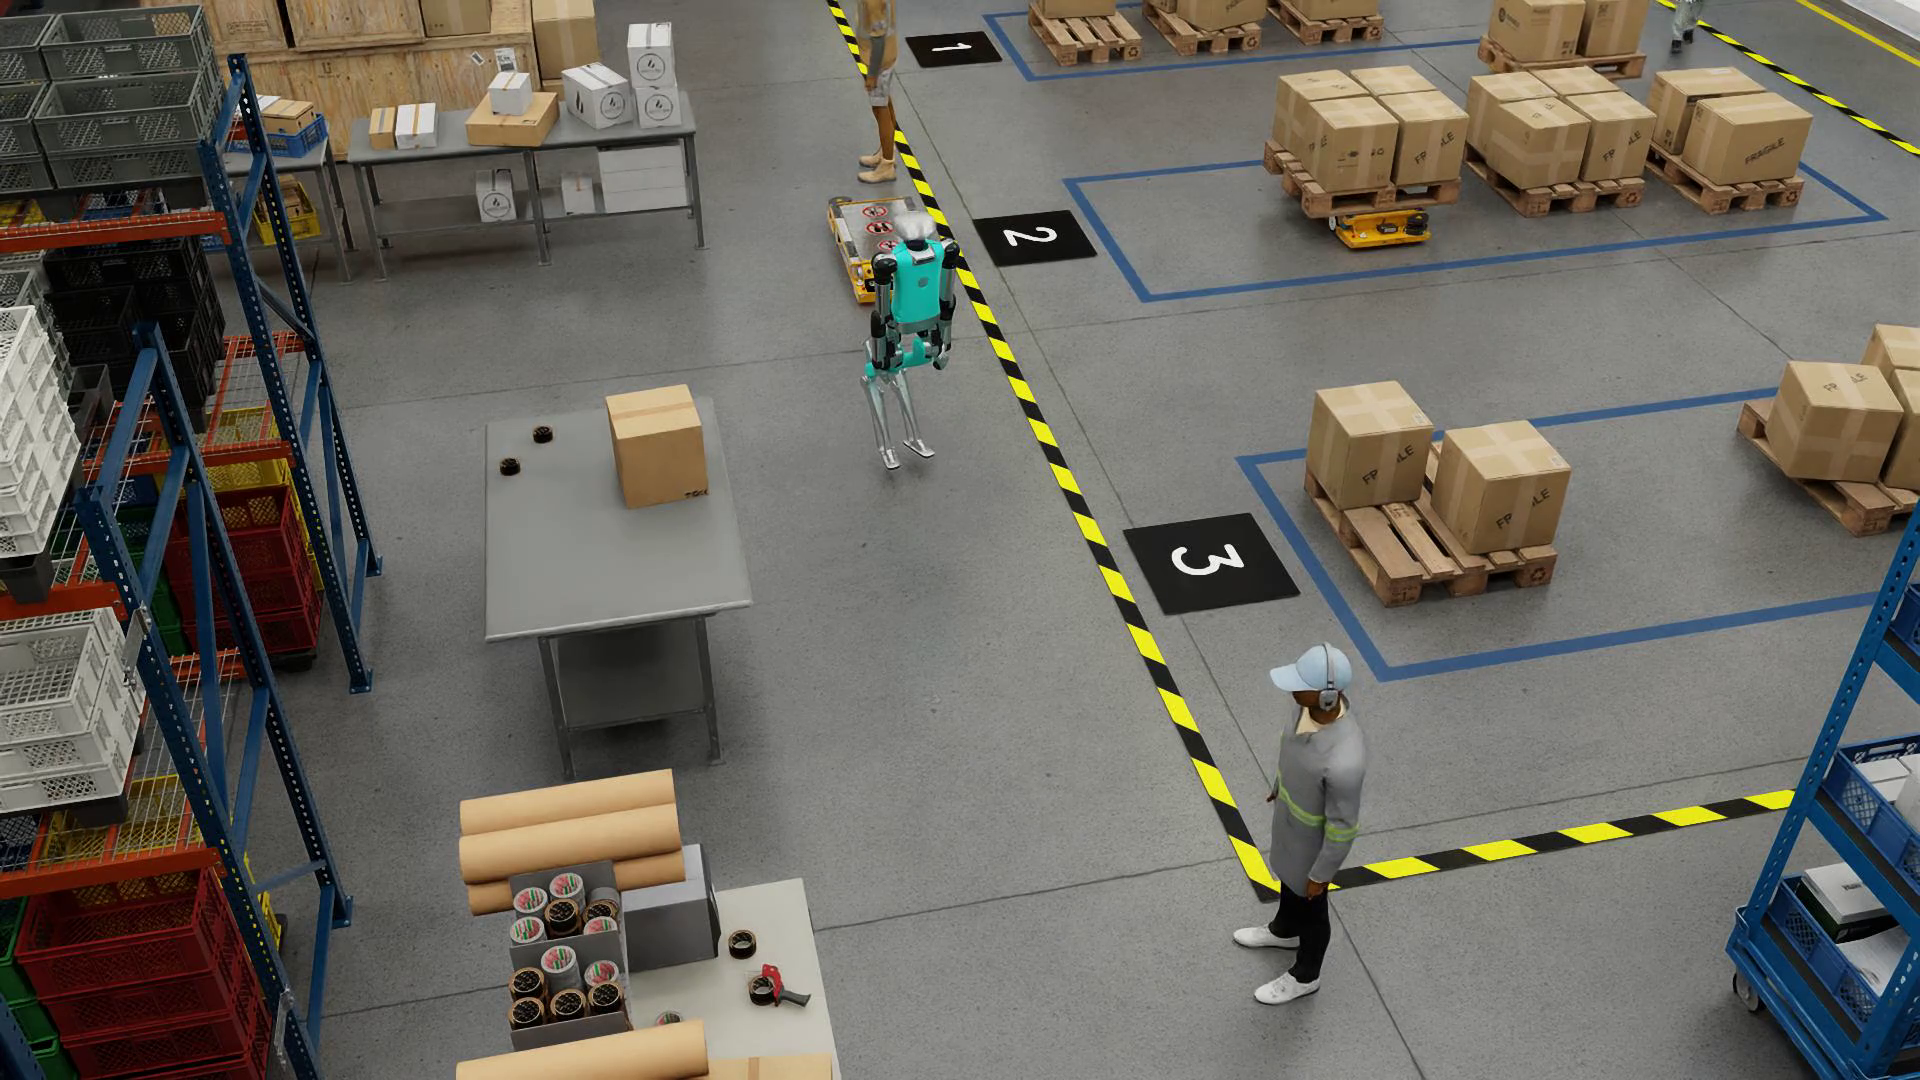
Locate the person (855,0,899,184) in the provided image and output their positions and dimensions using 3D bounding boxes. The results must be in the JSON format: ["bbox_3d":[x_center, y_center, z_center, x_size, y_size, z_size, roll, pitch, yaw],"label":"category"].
[{"bbox_3d":[-0.690,-3.842,13.242,0.394,2.033,0.604,2,37,3],"label":"person"}]

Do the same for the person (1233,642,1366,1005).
[{"bbox_3d":[1.359,1.144,6.689,0.398,1.850,0.596,-4,37,-6],"label":"person"}]

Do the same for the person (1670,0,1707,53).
[{"bbox_3d":[7.056,-5.500,15.658,0.609,1.788,0.886,10,38,13],"label":"person"}]

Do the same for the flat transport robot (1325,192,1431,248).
[{"bbox_3d":[3.134,-2.740,13.213,0.652,0.197,1.431,-8,37,-10],"label":"flat transport robot"}]

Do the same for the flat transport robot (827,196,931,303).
[{"bbox_3d":[-0.570,-2.220,12.538,0.659,0.231,1.431,-8,37,-10],"label":"flat transport robot"}]

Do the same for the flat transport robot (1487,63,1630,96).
[{"bbox_3d":[5.453,-4.194,15.167,0.652,0.197,1.431,-8,37,-10],"label":"flat transport robot"}]

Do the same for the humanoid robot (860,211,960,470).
[{"bbox_3d":[-0.369,-1.246,9.886,0.533,1.677,0.735,-18,40,-22],"label":"humanoid robot"}]
